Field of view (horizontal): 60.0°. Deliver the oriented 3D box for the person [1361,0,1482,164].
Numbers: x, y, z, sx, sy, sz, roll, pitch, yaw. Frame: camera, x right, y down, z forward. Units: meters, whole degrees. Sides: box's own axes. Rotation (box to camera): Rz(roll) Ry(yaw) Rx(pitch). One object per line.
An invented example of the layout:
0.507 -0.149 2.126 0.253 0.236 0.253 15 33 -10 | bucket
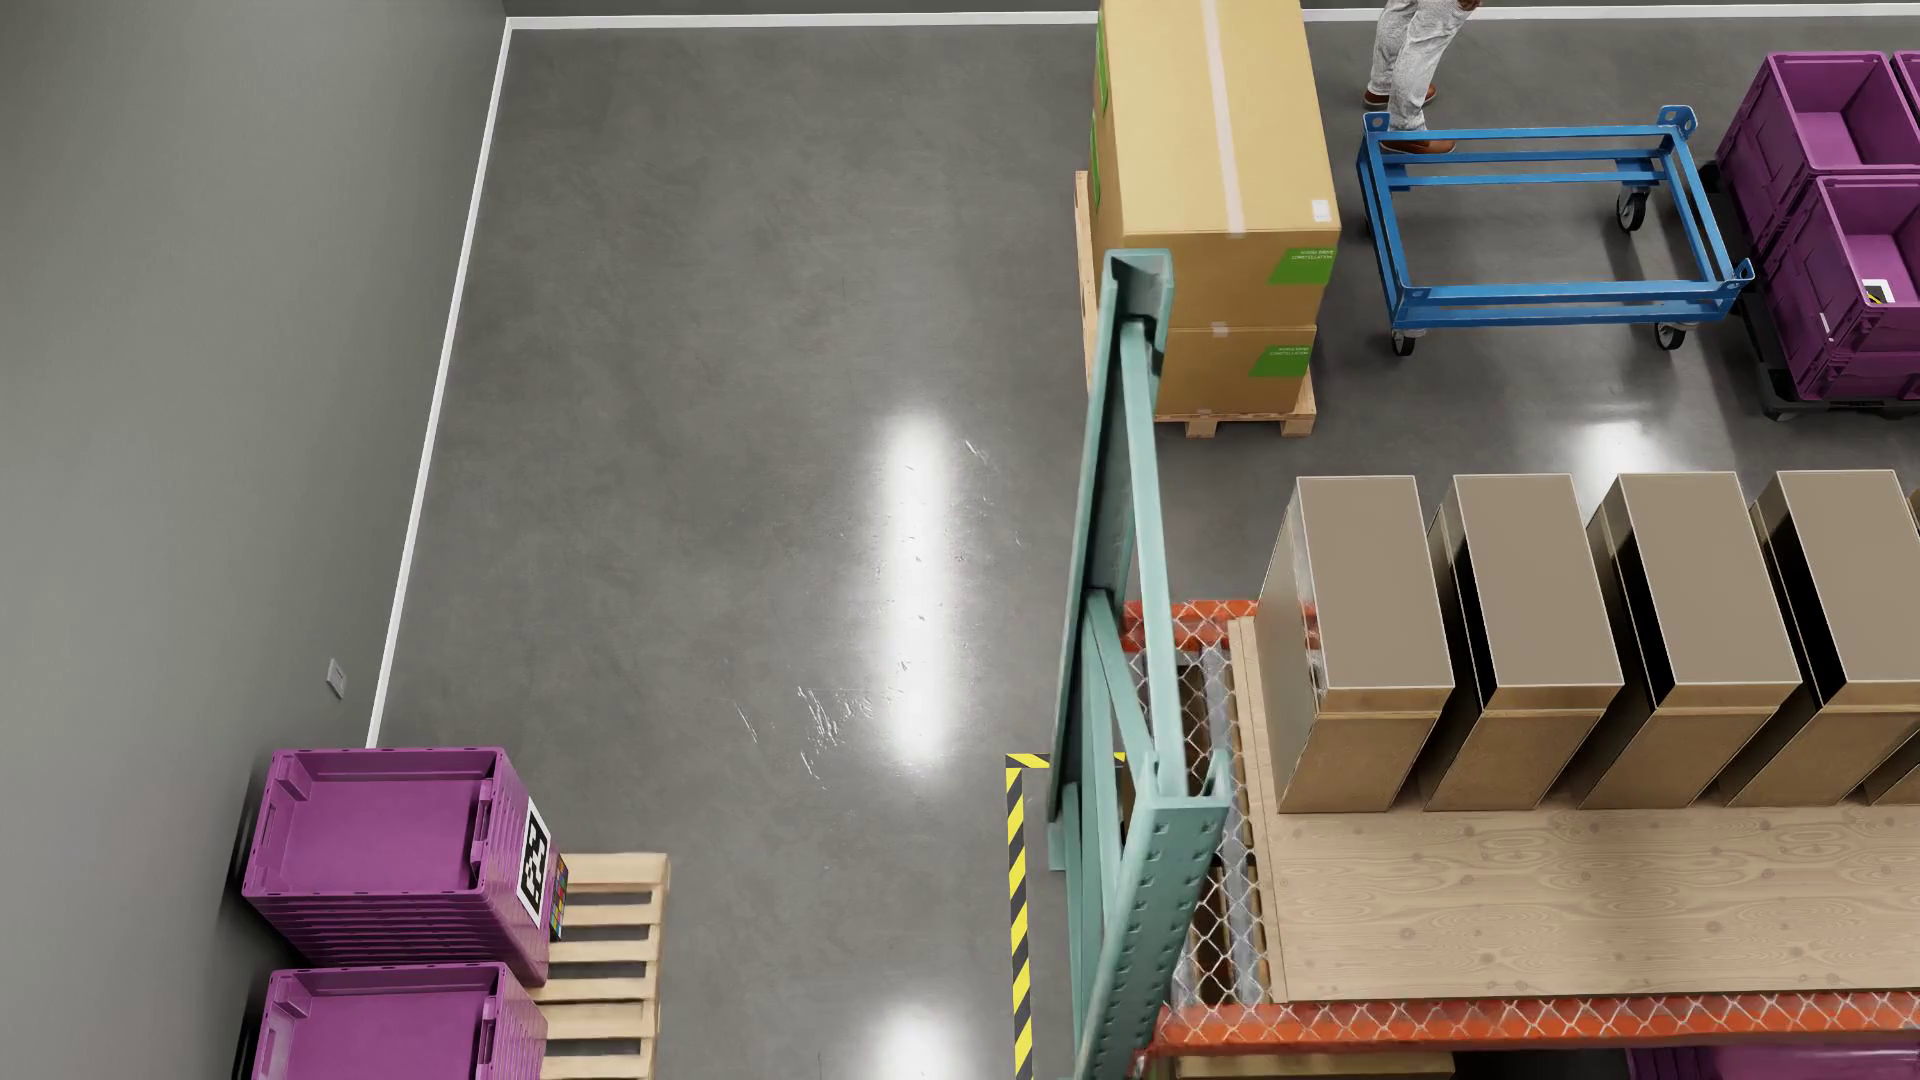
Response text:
1.819 -2.237 6.074 0.372 1.940 0.631 -3 58 -2 | person
